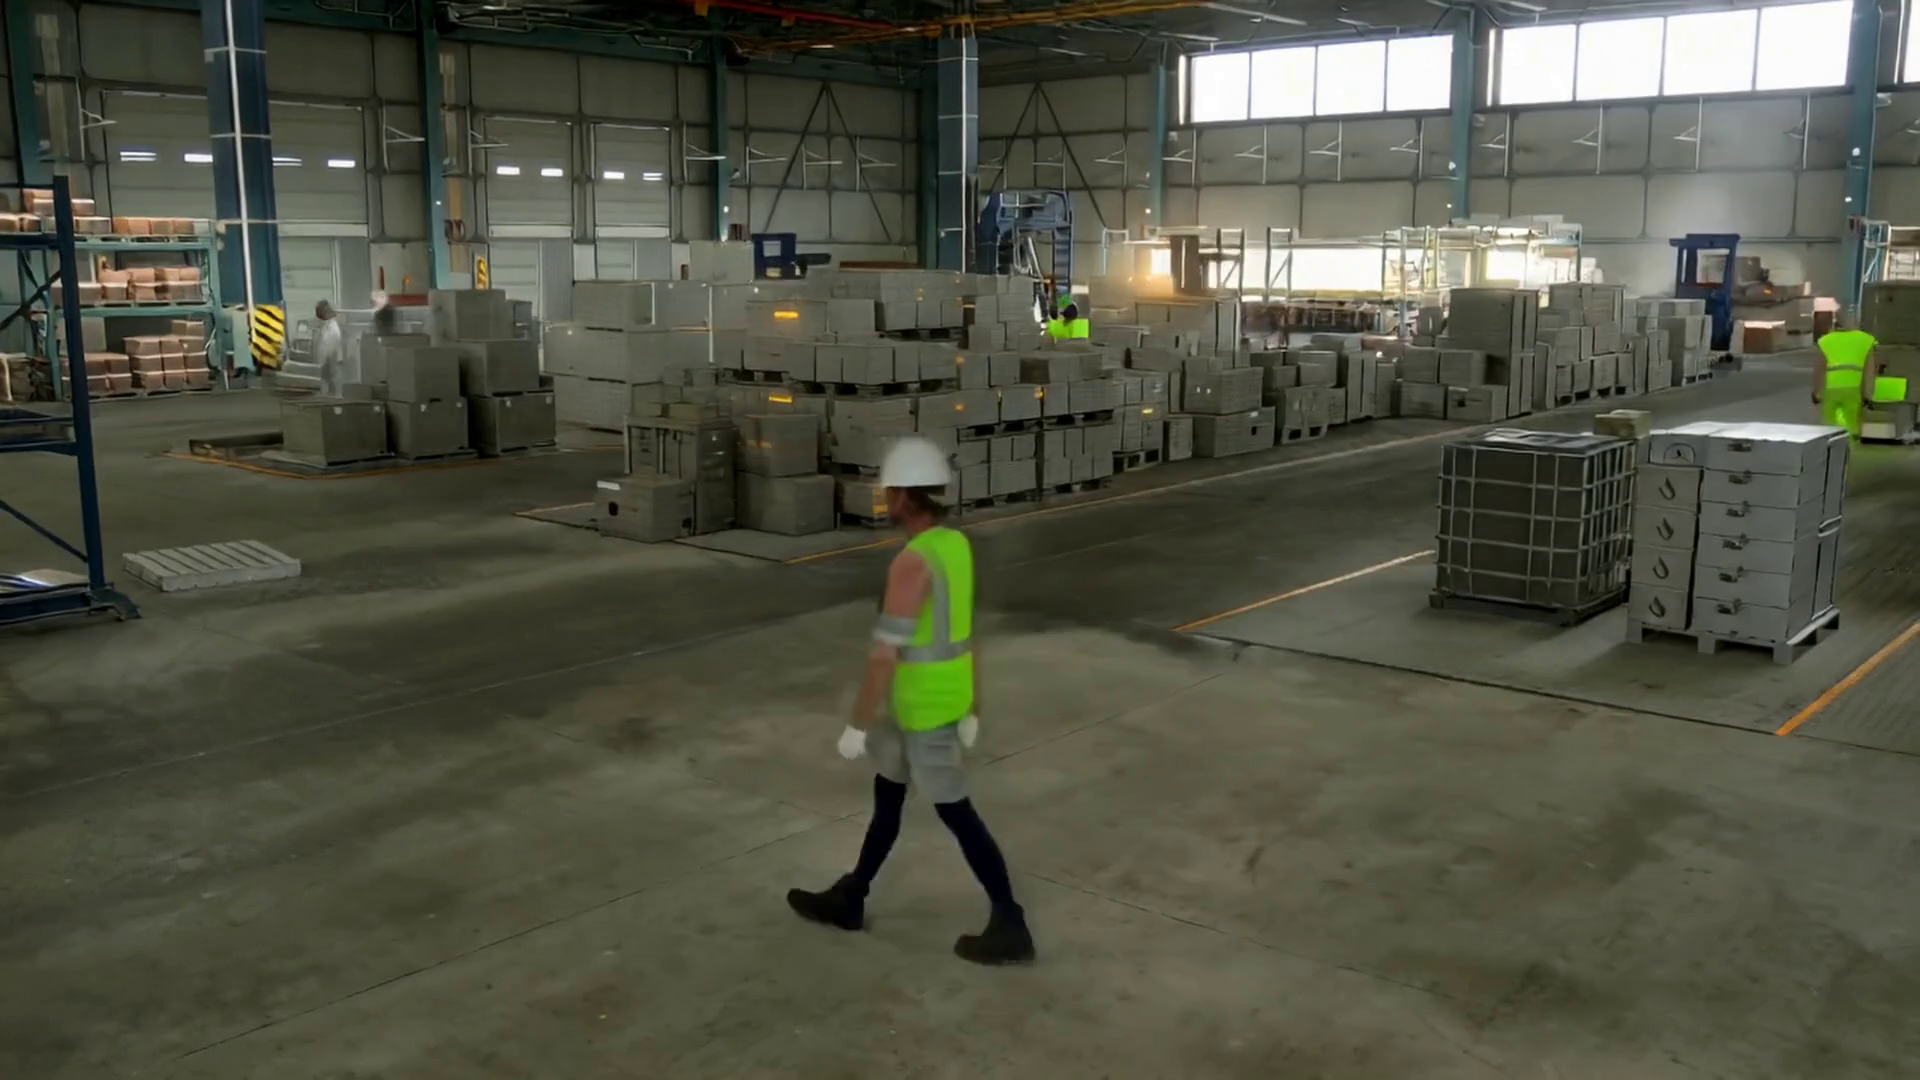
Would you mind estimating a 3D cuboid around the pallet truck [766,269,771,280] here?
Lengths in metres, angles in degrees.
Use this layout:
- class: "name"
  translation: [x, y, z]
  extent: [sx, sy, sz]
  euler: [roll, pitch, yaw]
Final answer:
- class: "pallet truck"
  translation: [-4.996, -6.432, 45.525]
  extent: [1.885, 1.965, 0.823]
  euler: [-6, 12, -32]

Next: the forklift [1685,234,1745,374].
- class: "forklift"
  translation: [15.271, -4.841, 33.954]
  extent: [1.129, 2.768, 1.873]
  euler: [8, 13, 40]

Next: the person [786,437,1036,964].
- class: "person"
  translation: [-0.157, 0.572, 5.972]
  extent: [0.997, 1.887, 0.546]
  euler: [2, 10, 14]

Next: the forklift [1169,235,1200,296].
- class: "forklift"
  translation: [5.022, -5.455, 37.453]
  extent: [1.873, 2.768, 1.129]
  euler: [7, 12, 33]

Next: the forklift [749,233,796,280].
- class: "forklift"
  translation: [-3.523, -4.397, 31.428]
  extent: [1.873, 2.768, 1.129]
  euler: [8, 13, 40]

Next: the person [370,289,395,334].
- class: "person"
  translation: [-8.794, -2.891, 25.593]
  extent: [0.690, 1.921, 0.633]
  euler: [-6, 12, -31]

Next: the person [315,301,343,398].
- class: "person"
  translation: [-9.796, -2.847, 25.865]
  extent: [0.422, 1.725, 0.503]
  euler: [-8, 13, -40]

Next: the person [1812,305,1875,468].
- class: "person"
  translation: [10.058, -1.724, 18.973]
  extent: [0.630, 1.903, 0.445]
  euler: [4, 11, 20]
